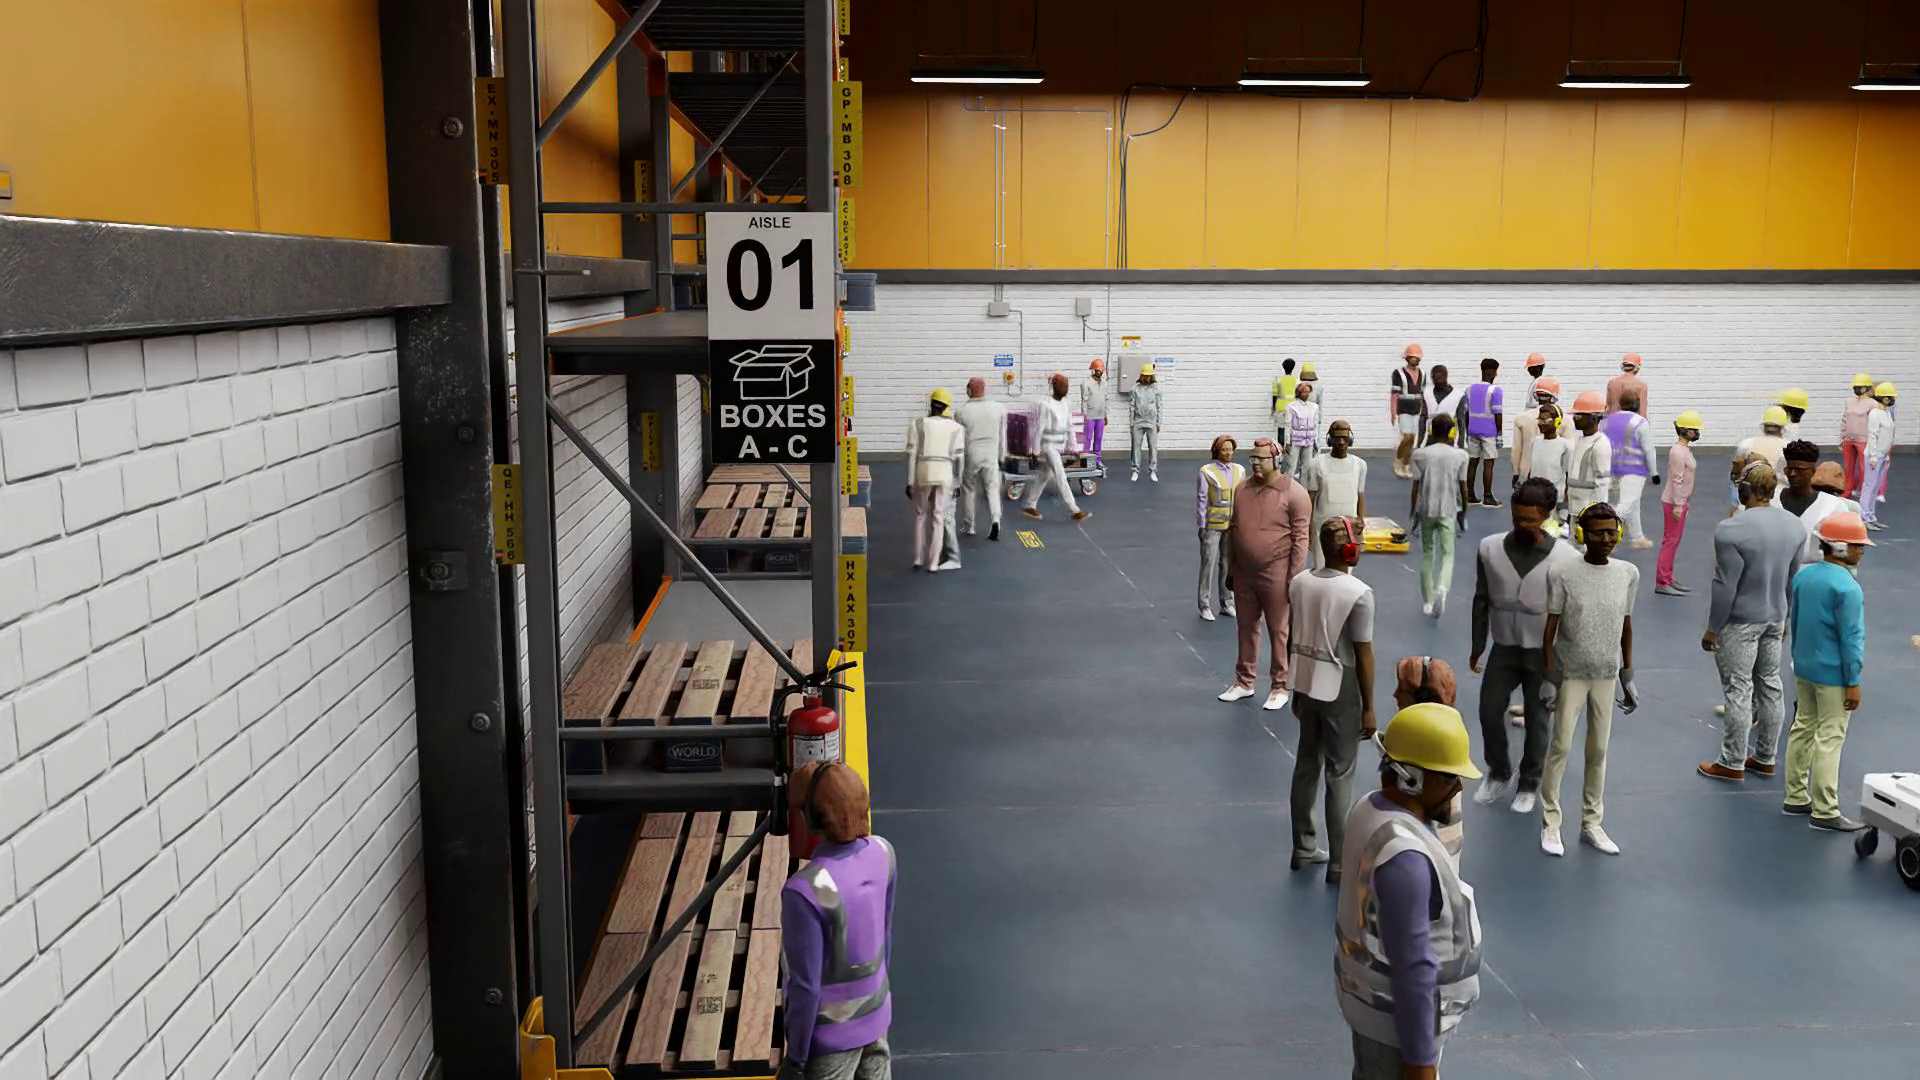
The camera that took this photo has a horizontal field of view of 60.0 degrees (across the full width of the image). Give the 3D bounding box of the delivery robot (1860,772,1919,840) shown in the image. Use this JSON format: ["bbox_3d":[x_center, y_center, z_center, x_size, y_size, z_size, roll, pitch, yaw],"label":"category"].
[{"bbox_3d":[4.916,1.377,8.427,0.477,0.478,0.707,-1,9,-4],"label":"delivery robot"}]

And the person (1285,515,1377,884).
[{"bbox_3d":[1.850,0.792,8.348,0.396,1.847,0.564,-5,10,-29],"label":"person"}]

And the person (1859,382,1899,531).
[{"bbox_3d":[10.954,-0.993,19.815,0.312,1.768,0.522,9,13,44],"label":"person"}]

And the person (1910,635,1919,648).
[{"bbox_3d":[8.267,-0.069,13.149,0.687,2.000,1.014,-6,11,-34],"label":"person"}]

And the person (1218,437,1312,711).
[{"bbox_3d":[2.123,0.232,11.679,0.639,1.910,0.407,9,13,44],"label":"person"}]

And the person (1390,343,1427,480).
[{"bbox_3d":[6.665,-1.890,24.607,0.632,2.032,0.419,-4,10,-25],"label":"person"}]

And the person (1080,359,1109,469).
[{"bbox_3d":[2.117,-1.952,25.912,0.557,1.743,0.346,-7,11,-36],"label":"person"}]

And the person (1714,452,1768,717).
[{"bbox_3d":[5.424,0.313,11.435,0.361,1.834,0.541,8,12,40],"label":"person"}]

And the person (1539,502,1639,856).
[{"bbox_3d":[3.298,0.723,8.706,0.519,1.873,0.328,-1,9,-4],"label":"person"}]

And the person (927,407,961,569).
[{"bbox_3d":[-0.171,-0.560,17.221,0.400,1.728,0.506,6,11,35],"label":"person"}]

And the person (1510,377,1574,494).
[{"bbox_3d":[6.011,-0.687,17.174,0.626,1.992,0.387,6,11,33],"label":"person"}]

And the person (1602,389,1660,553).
[{"bbox_3d":[7.317,-0.756,18.232,0.907,1.795,0.621,-3,9,-16],"label":"person"}]

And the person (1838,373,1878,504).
[{"bbox_3d":[11.668,-1.283,21.628,0.304,1.772,0.525,-4,10,-21],"label":"person"}]

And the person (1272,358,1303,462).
[{"bbox_3d":[5.326,-2.105,27.012,0.540,1.695,0.317,1,9,6],"label":"person"}]

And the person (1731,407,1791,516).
[{"bbox_3d":[7.755,-0.384,15.925,0.601,1.778,0.929,9,13,44],"label":"person"}]

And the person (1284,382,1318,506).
[{"bbox_3d":[4.479,-1.257,21.857,0.511,1.643,0.308,-4,10,-22],"label":"person"}]

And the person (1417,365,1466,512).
[{"bbox_3d":[6.182,-1.296,21.349,0.451,1.888,0.606,-8,12,-43],"label":"person"}]

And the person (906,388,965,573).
[{"bbox_3d":[-0.249,-0.612,17.073,0.619,1.869,0.619,-1,9,-7],"label":"person"}]

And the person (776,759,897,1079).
[{"bbox_3d":[-0.359,1.446,4.898,0.307,1.636,0.525,5,10,28],"label":"person"}]

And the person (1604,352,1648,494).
[{"bbox_3d":[9.174,-1.590,22.914,0.425,1.981,0.629,-6,11,-32],"label":"person"}]

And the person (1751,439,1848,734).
[{"bbox_3d":[5.503,0.308,11.013,0.600,1.967,0.368,8,12,41],"label":"person"}]

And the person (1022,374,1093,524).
[{"bbox_3d":[1.184,-1.127,20.474,1.064,1.819,0.591,7,11,36],"label":"person"}]

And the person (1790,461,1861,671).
[{"bbox_3d":[6.561,0.213,12.653,0.499,1.633,0.286,7,11,36],"label":"person"}]

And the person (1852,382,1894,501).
[{"bbox_3d":[12.361,-1.338,22.542,0.517,1.588,0.865,1,9,9],"label":"person"}]

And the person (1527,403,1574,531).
[{"bbox_3d":[5.384,-0.316,15.261,0.323,1.867,0.561,-5,10,-30],"label":"person"}]

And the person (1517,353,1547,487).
[{"bbox_3d":[8.180,-1.695,23.691,0.359,1.936,0.544,2,9,12],"label":"person"}]

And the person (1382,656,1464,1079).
[{"bbox_3d":[1.716,1.235,6.217,0.307,1.641,0.513,3,9,16],"label":"person"}]

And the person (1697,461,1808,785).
[{"bbox_3d":[4.713,0.494,9.934,0.627,1.940,0.371,-3,10,-20],"label":"person"}]

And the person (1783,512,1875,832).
[{"bbox_3d":[4.784,0.713,9.145,0.321,1.750,0.559,-1,9,-4],"label":"person"}]

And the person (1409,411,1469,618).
[{"bbox_3d":[4.219,-0.204,14.675,0.510,1.841,0.764,4,10,22],"label":"person"}]

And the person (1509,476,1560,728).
[{"bbox_3d":[3.891,0.416,11.191,0.321,1.693,0.529,3,10,18],"label":"person"}]

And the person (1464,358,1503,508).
[{"bbox_3d":[6.873,-1.405,21.793,0.379,1.959,0.604,-6,11,-33],"label":"person"}]

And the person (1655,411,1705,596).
[{"bbox_3d":[6.848,-0.349,15.799,0.344,1.756,0.518,5,10,28],"label":"person"}]

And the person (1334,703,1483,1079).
[{"bbox_3d":[1.294,1.364,4.833,0.403,1.823,0.586,1,9,3],"label":"person"}]

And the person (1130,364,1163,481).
[{"bbox_3d":[2.739,-1.726,24.520,0.483,1.738,0.344,2,9,9],"label":"person"}]

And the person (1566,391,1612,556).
[{"bbox_3d":[5.364,-0.256,14.316,0.376,2.044,0.607,0,9,1],"label":"person"}]

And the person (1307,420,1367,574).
[{"bbox_3d":[3.120,-0.077,13.811,0.506,1.846,0.346,-1,9,-4],"label":"person"}]

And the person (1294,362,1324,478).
[{"bbox_3d":[5.195,-1.789,24.879,0.488,1.743,0.321,-4,10,-23],"label":"person"}]

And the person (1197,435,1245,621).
[{"bbox_3d":[2.301,-0.111,14.668,0.522,1.640,0.305,-5,10,-29],"label":"person"}]

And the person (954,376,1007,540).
[{"bbox_3d":[0.242,-0.945,19.155,0.641,1.879,0.873,-2,9,-12],"label":"person"}]

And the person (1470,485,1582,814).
[{"bbox_3d":[3.171,0.619,9.330,0.631,1.885,0.493,6,11,33],"label":"person"}]
